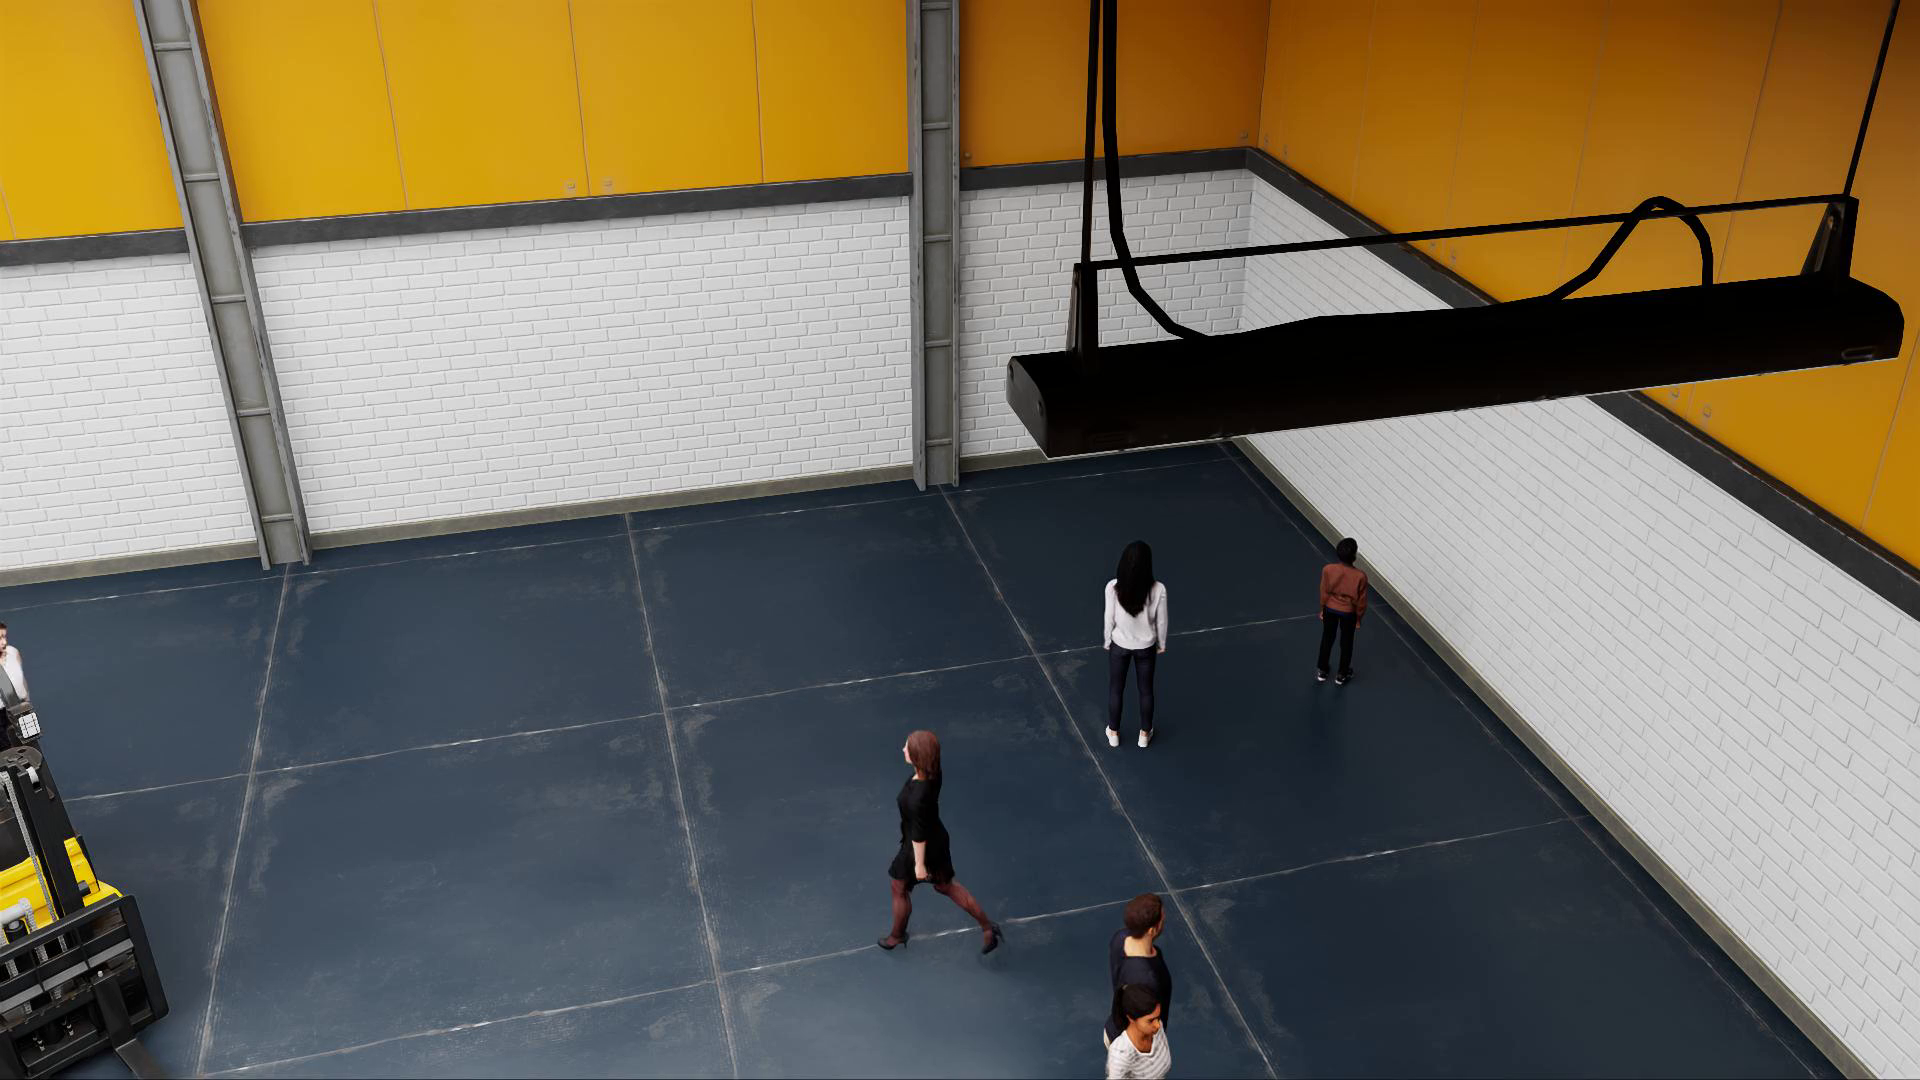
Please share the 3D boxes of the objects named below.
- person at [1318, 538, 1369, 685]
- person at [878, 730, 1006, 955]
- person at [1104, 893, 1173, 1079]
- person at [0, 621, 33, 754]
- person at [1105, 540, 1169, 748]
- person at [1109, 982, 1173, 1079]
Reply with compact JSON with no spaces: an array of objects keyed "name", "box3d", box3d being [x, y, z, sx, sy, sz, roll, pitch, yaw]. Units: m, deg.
[{"name":"person","box3d":[2.958,0.543,12.930,0.577,1.254,0.644,14,31,23]},{"name":"person","box3d":[-0.125,1.881,10.038,1.130,1.675,0.933,8,30,14]},{"name":"person","box3d":[0.881,2.583,8.569,0.548,1.848,0.634,-8,30,-13]},{"name":"person","box3d":[-6.499,1.242,11.255,0.861,1.630,0.775,10,30,18]},{"name":"person","box3d":[1.257,0.755,12.074,0.612,1.701,0.747,2,29,4]},{"name":"person","box3d":[0.865,2.853,8.285,0.720,1.646,0.641,20,34,32]}]
